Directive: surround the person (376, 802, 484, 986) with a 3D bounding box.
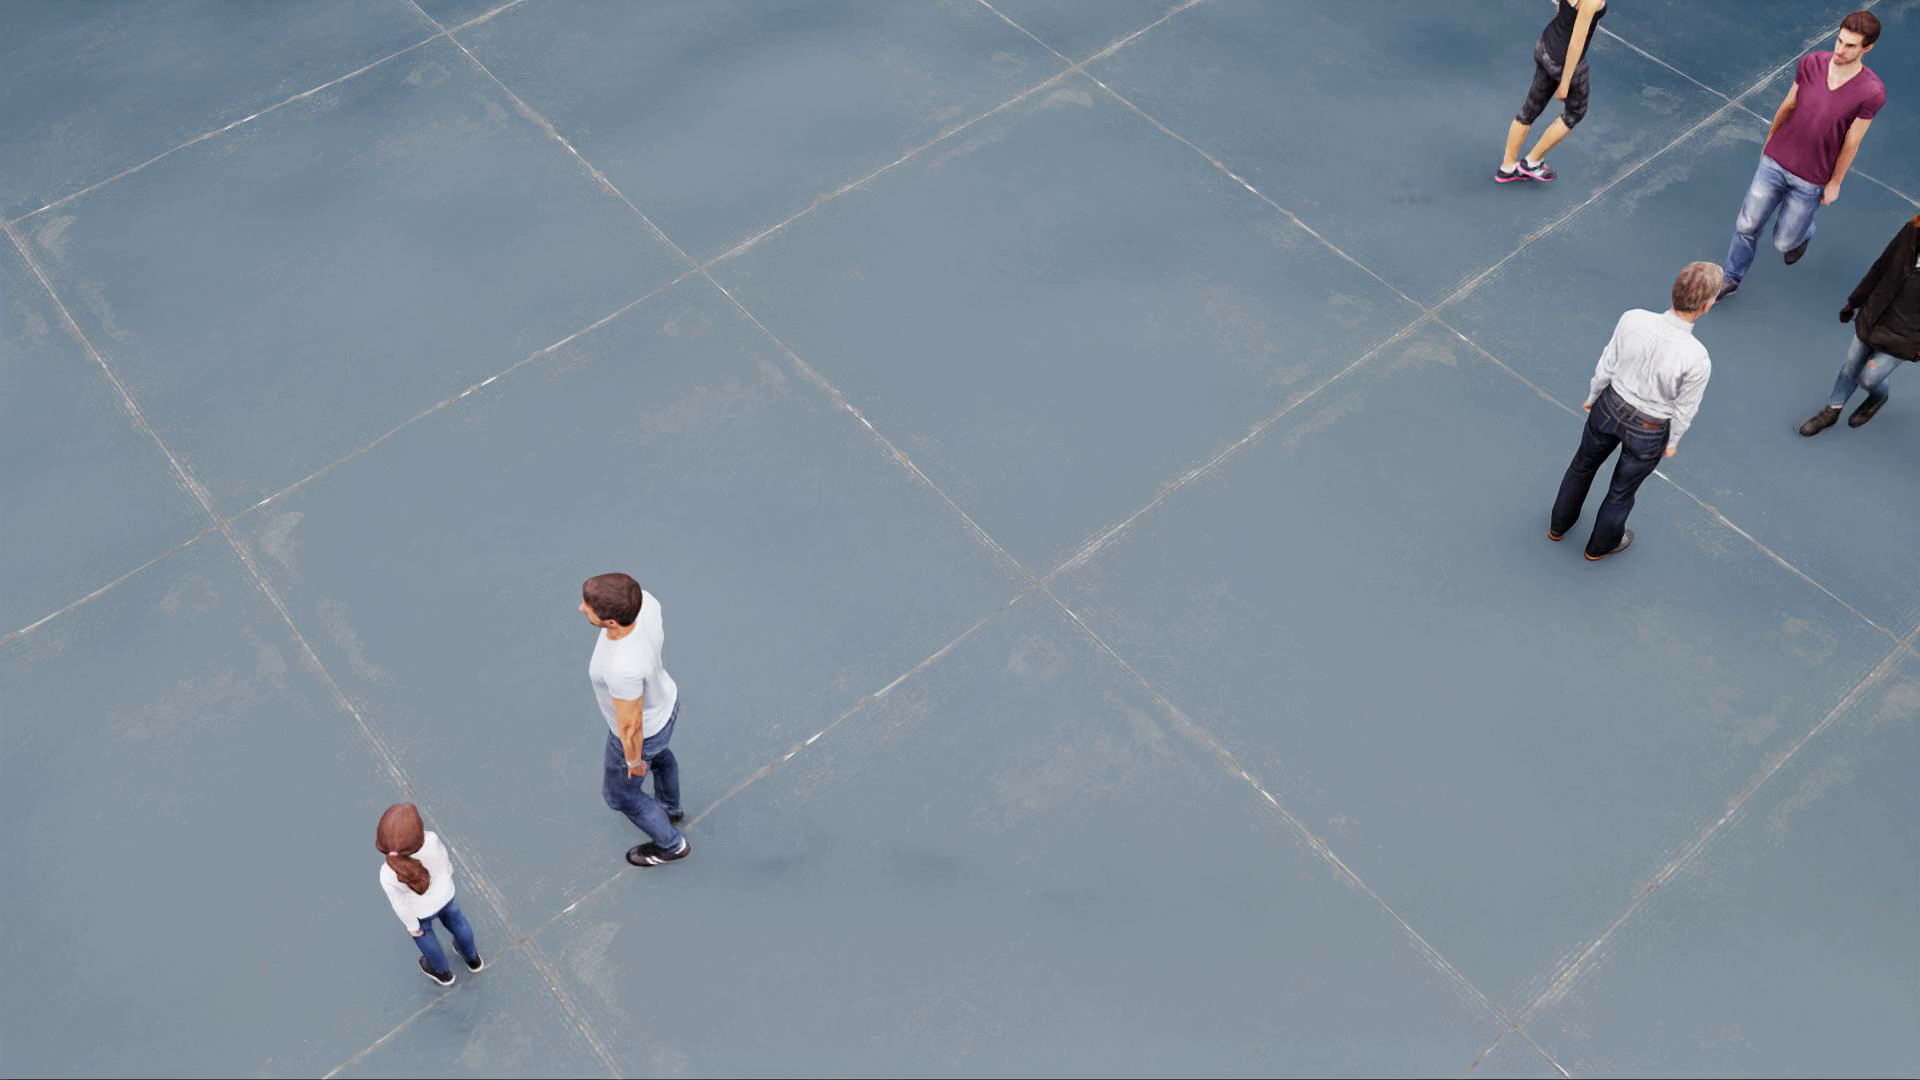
[{"bbox_3d":[-2.138,1.464,6.720,0.561,1.087,0.455,24,56,17],"label":"person"}]

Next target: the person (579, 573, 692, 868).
[{"bbox_3d":[-1.247,0.715,6.810,0.844,1.863,0.780,5,52,4],"label":"person"}]

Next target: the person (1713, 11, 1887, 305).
[{"bbox_3d":[4.589,-2.059,8.977,0.946,1.833,0.656,-32,59,-23],"label":"person"}]

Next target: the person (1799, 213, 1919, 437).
[{"bbox_3d":[4.772,-1.134,8.388,0.756,1.632,0.705,-20,55,-15],"label":"person"}]

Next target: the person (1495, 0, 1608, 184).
[{"bbox_3d":[3.369,-2.760,9.593,0.772,1.718,0.728,-6,53,-5],"label":"person"}]

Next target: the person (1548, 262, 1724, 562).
[{"bbox_3d":[3.179,-0.585,7.847,0.559,1.815,0.647,-35,60,-24],"label":"person"}]
